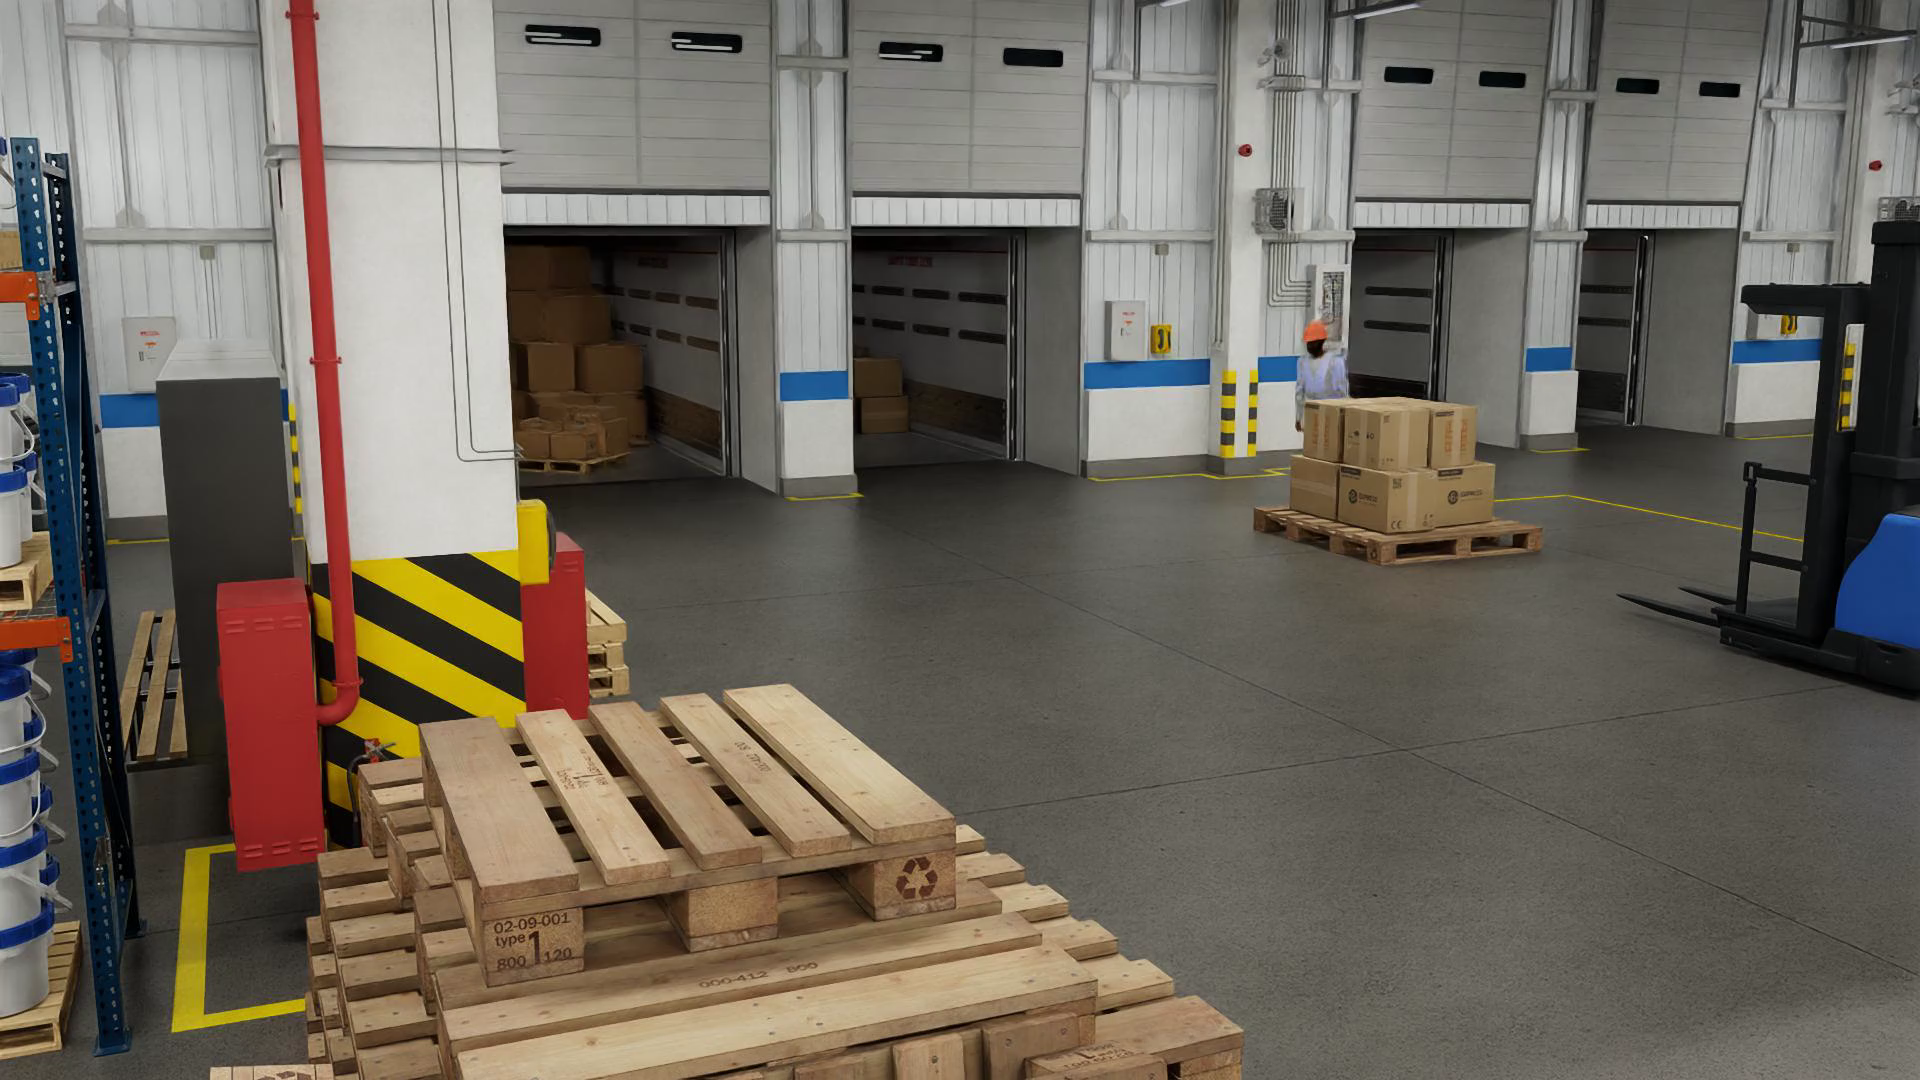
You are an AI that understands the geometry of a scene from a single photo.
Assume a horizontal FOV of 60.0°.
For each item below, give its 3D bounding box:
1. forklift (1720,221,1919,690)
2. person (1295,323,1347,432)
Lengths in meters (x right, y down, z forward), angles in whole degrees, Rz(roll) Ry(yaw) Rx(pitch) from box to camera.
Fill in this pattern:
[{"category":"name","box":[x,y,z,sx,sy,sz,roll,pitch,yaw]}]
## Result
[{"category":"forklift","box":[5.949,-0.550,10.218,1.129,2.768,1.873,-4,11,-23]},{"category":"person","box":[3.742,-1.320,17.287,0.982,1.869,0.553,-9,14,-41]}]
